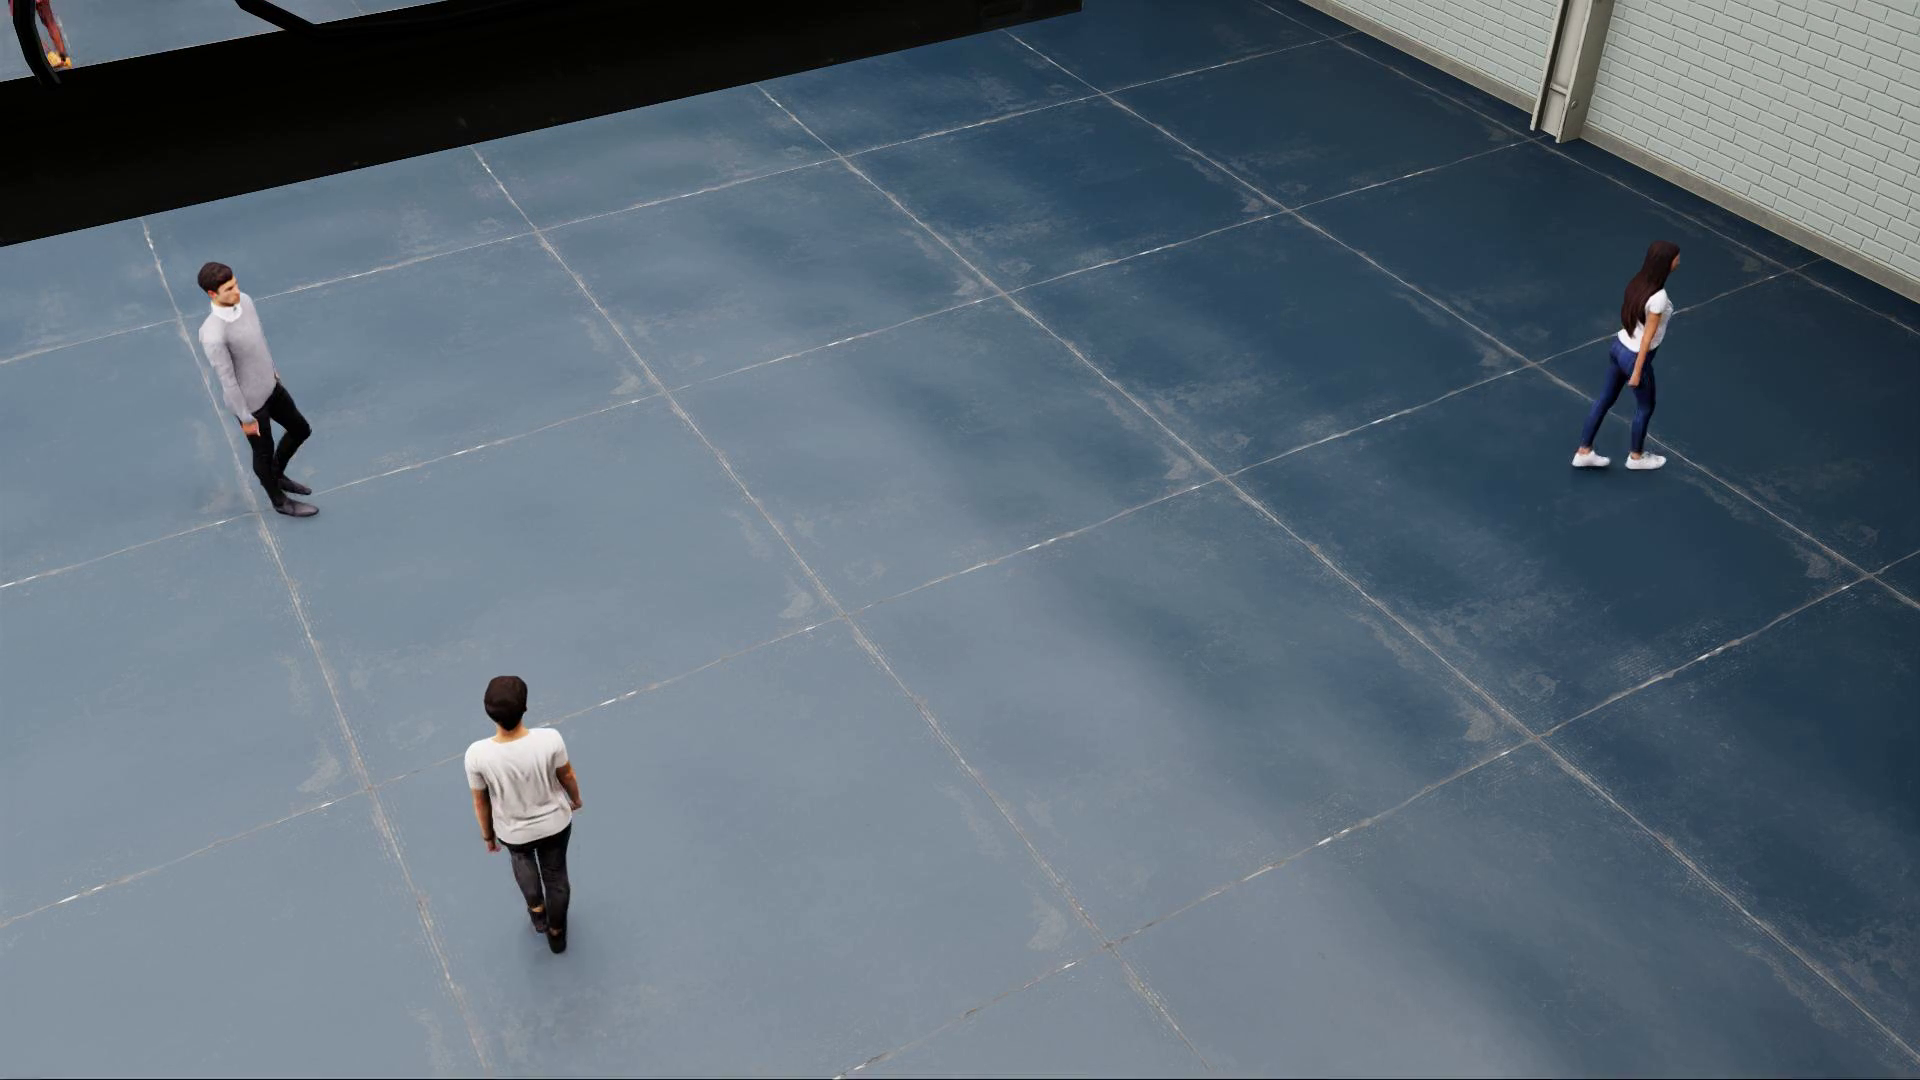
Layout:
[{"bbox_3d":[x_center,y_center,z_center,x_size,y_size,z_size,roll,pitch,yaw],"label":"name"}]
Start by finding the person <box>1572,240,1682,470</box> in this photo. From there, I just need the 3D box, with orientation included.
[{"bbox_3d":[4.482,-1.222,11.320,0.910,1.757,0.914,-1,38,-1],"label":"person"}]

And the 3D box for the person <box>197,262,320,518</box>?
[{"bbox_3d":[-4.704,-0.972,10.873,0.953,1.914,0.856,4,38,5],"label":"person"}]

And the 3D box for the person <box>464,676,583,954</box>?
[{"bbox_3d":[-2.070,1.388,8.022,0.705,1.710,0.699,-8,39,-11],"label":"person"}]

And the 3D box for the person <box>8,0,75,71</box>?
[{"bbox_3d":[-9.407,-5.621,16.981,0.781,1.710,0.706,3,38,3],"label":"person"}]
